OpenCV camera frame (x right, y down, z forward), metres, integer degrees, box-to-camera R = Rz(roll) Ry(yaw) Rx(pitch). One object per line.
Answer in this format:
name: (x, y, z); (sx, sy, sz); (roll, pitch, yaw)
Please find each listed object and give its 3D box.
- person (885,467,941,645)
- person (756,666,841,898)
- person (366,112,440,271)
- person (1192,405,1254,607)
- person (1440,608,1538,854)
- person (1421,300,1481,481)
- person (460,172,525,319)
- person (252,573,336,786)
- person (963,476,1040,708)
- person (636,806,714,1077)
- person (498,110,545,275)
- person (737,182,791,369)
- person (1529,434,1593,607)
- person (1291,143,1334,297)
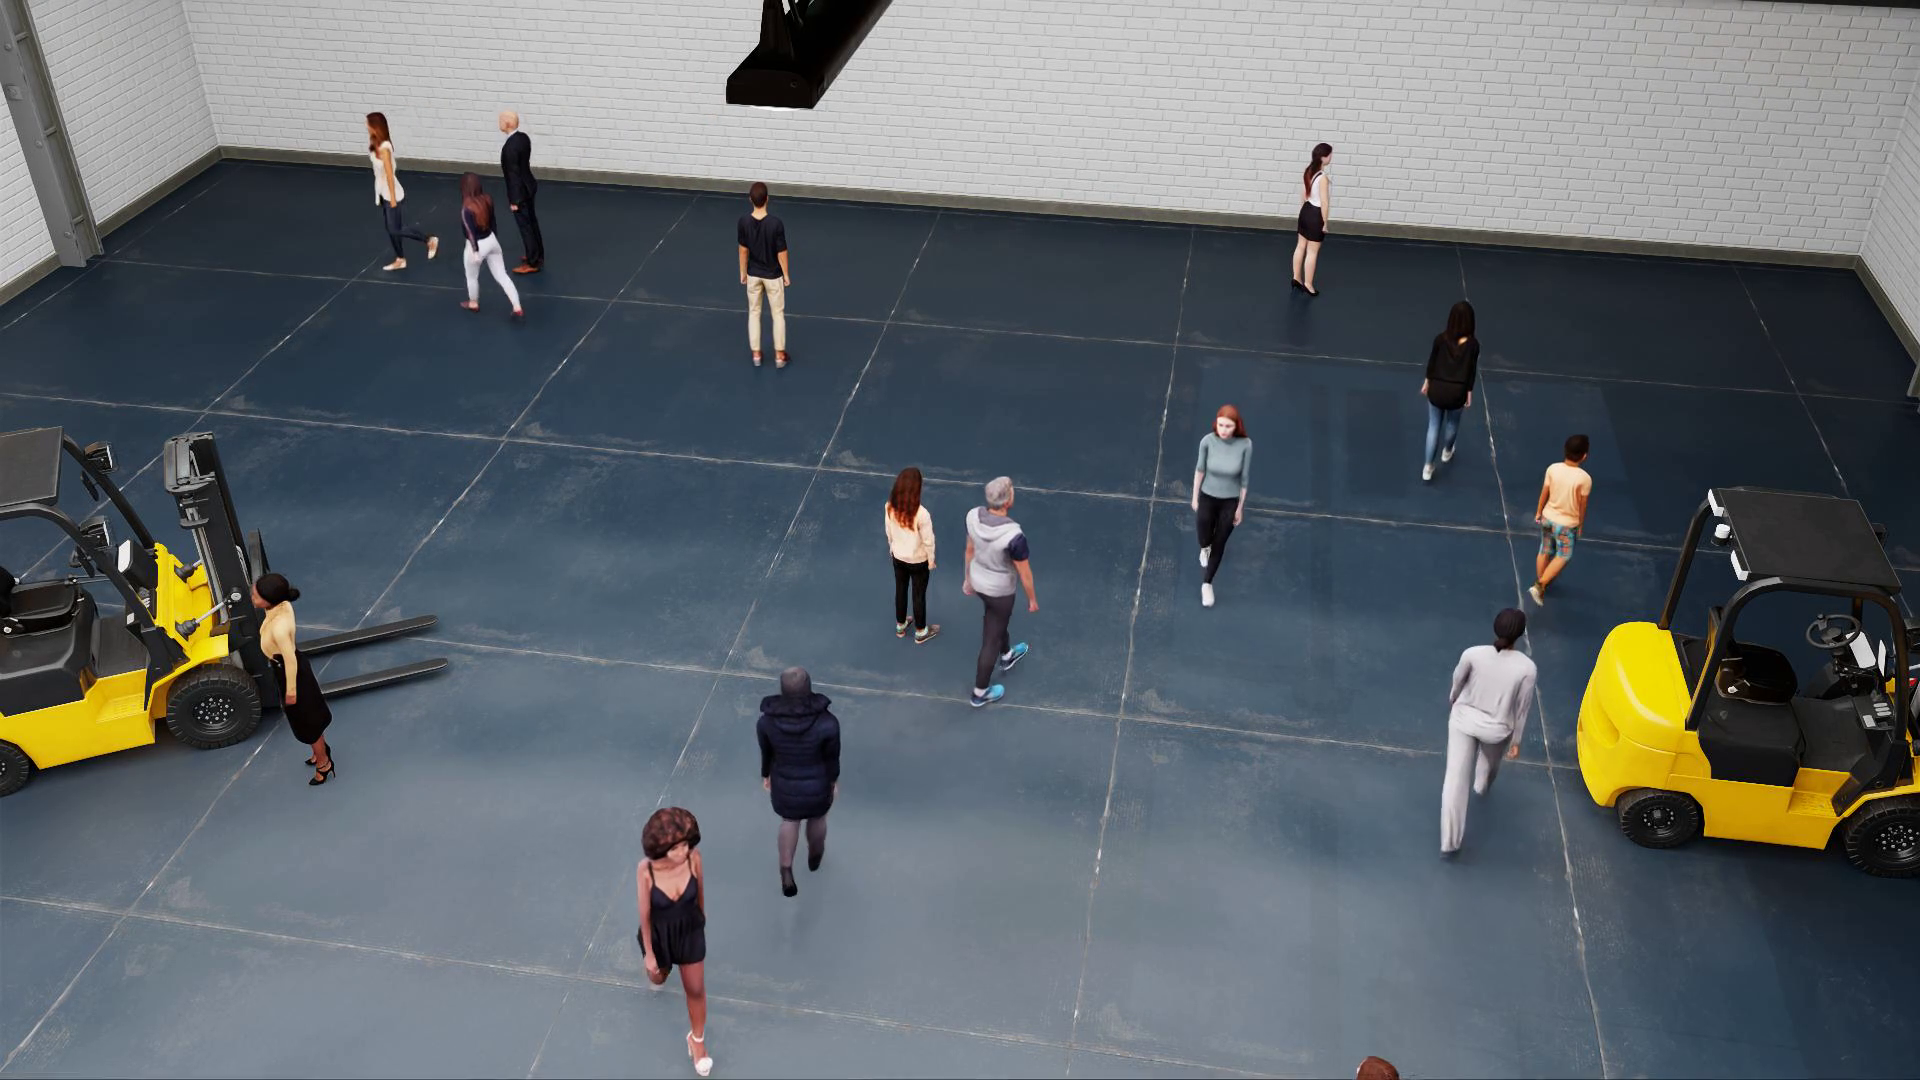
person: (-0.371, 0.109, 12.446); (0.636, 1.482, 0.631); (20, 38, 27)
person: (-0.980, 1.510, 10.178); (0.695, 1.660, 0.915); (3, 34, 5)
person: (-6.077, -3.765, 18.013); (0.933, 1.772, 0.909); (-16, 37, -23)
person: (2.022, -0.323, 12.872); (0.569, 1.730, 0.815); (7, 34, 10)
person: (3.291, 1.237, 10.564); (0.767, 1.688, 1.208); (11, 35, 16)
person: (4.208, -1.267, 14.391); (0.723, 1.622, 0.962); (14, 36, 19)
person: (-4.815, -2.953, 16.976); (0.934, 1.568, 1.103); (19, 38, 26)
person: (-4.433, 0.920, 11.072); (0.722, 1.653, 0.622); (-12, 35, -17)
person: (0.175, 0.397, 11.724); (1.101, 1.803, 1.014); (-27, 42, -34)
person: (-1.611, 2.129, 9.160); (0.952, 1.757, 1.113); (-14, 36, -20)
person: (-4.752, -3.782, 18.013); (0.758, 1.800, 0.544); (2, 34, 3)
person: (-1.896, -2.566, 16.138); (0.641, 1.850, 0.554); (4, 34, 7)
person: (4.603, -0.120, 12.821); (0.758, 1.448, 0.868); (27, 42, 35)
person: (3.718, -3.382, 17.547); (0.699, 1.651, 0.615); (-15, 37, -21)
